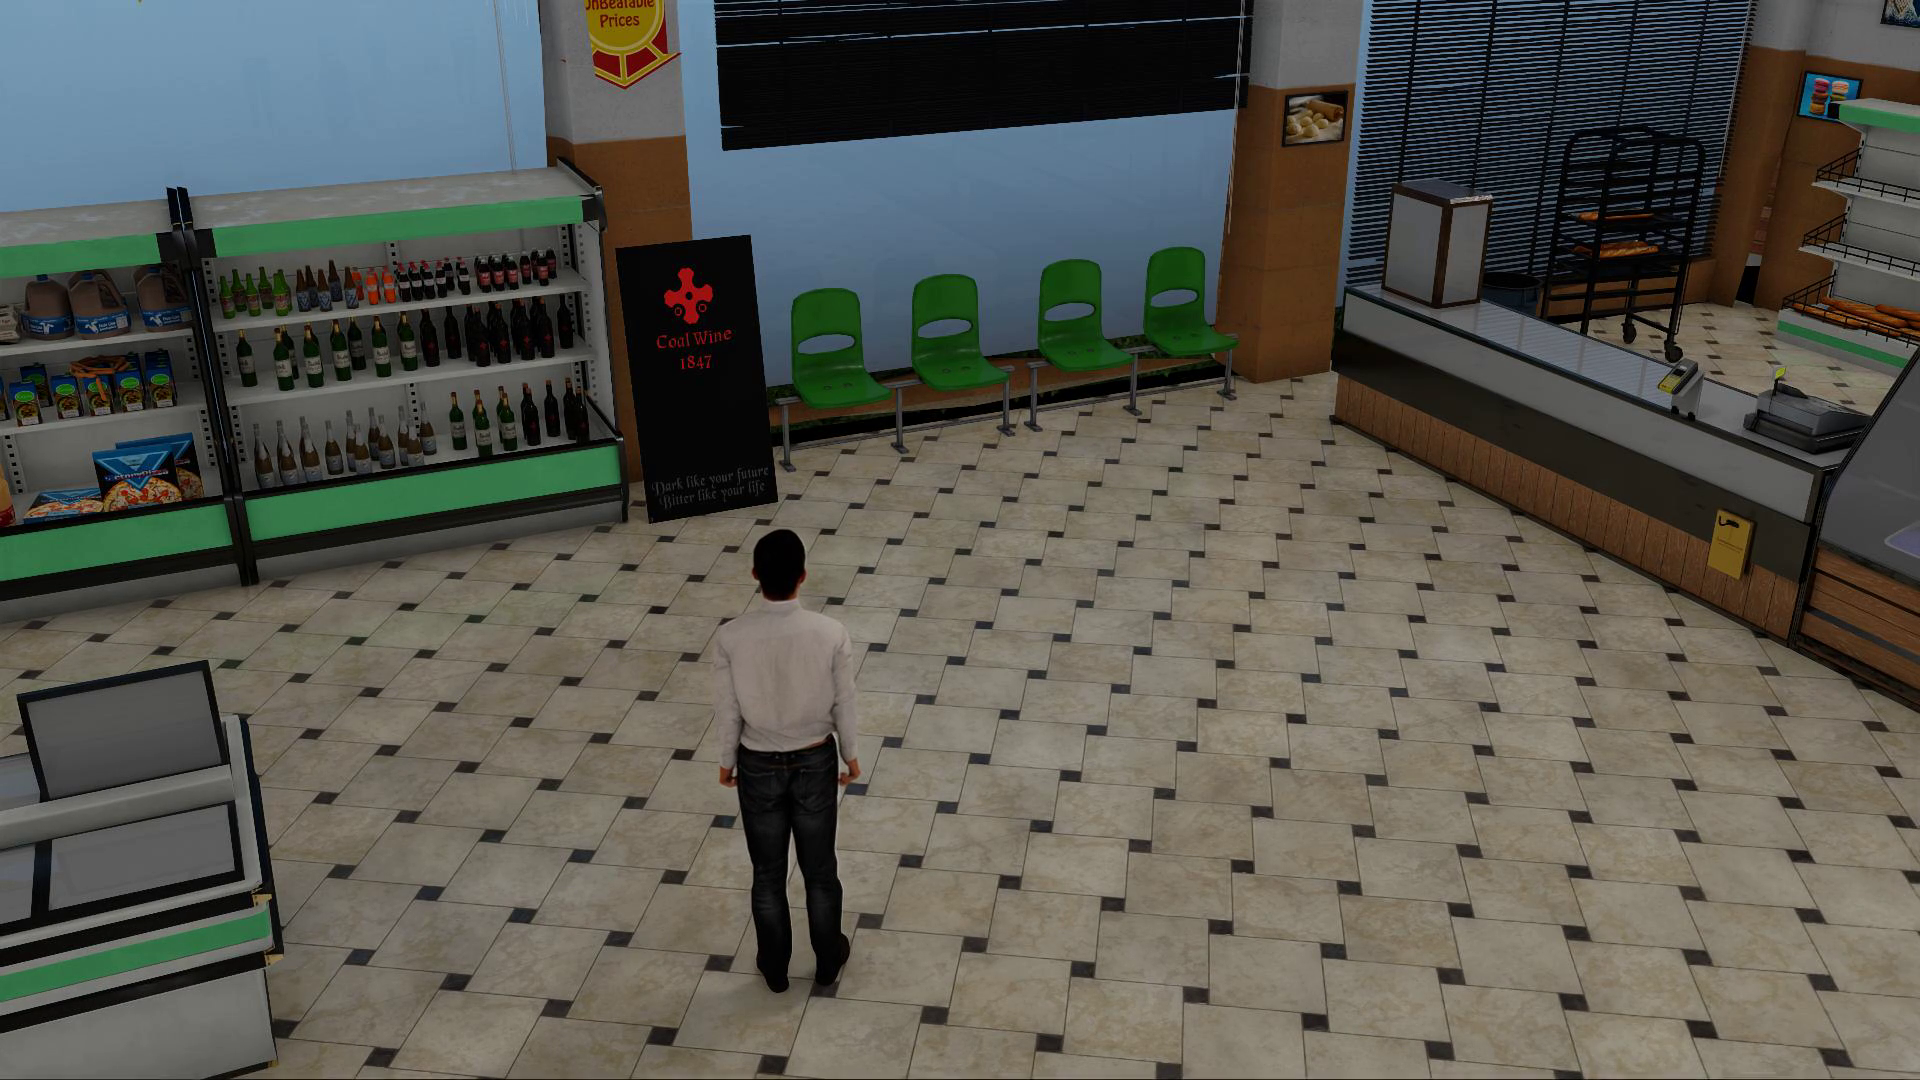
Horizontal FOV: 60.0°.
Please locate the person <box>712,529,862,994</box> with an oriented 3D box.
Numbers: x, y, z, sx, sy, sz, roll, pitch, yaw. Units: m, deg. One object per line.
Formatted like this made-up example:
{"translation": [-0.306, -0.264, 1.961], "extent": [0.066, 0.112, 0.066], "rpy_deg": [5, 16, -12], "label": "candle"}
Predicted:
{"translation": [-0.625, 0.815, 6.005], "extent": [0.602, 1.809, 0.790], "rpy_deg": [-2, 24, -5], "label": "person"}
